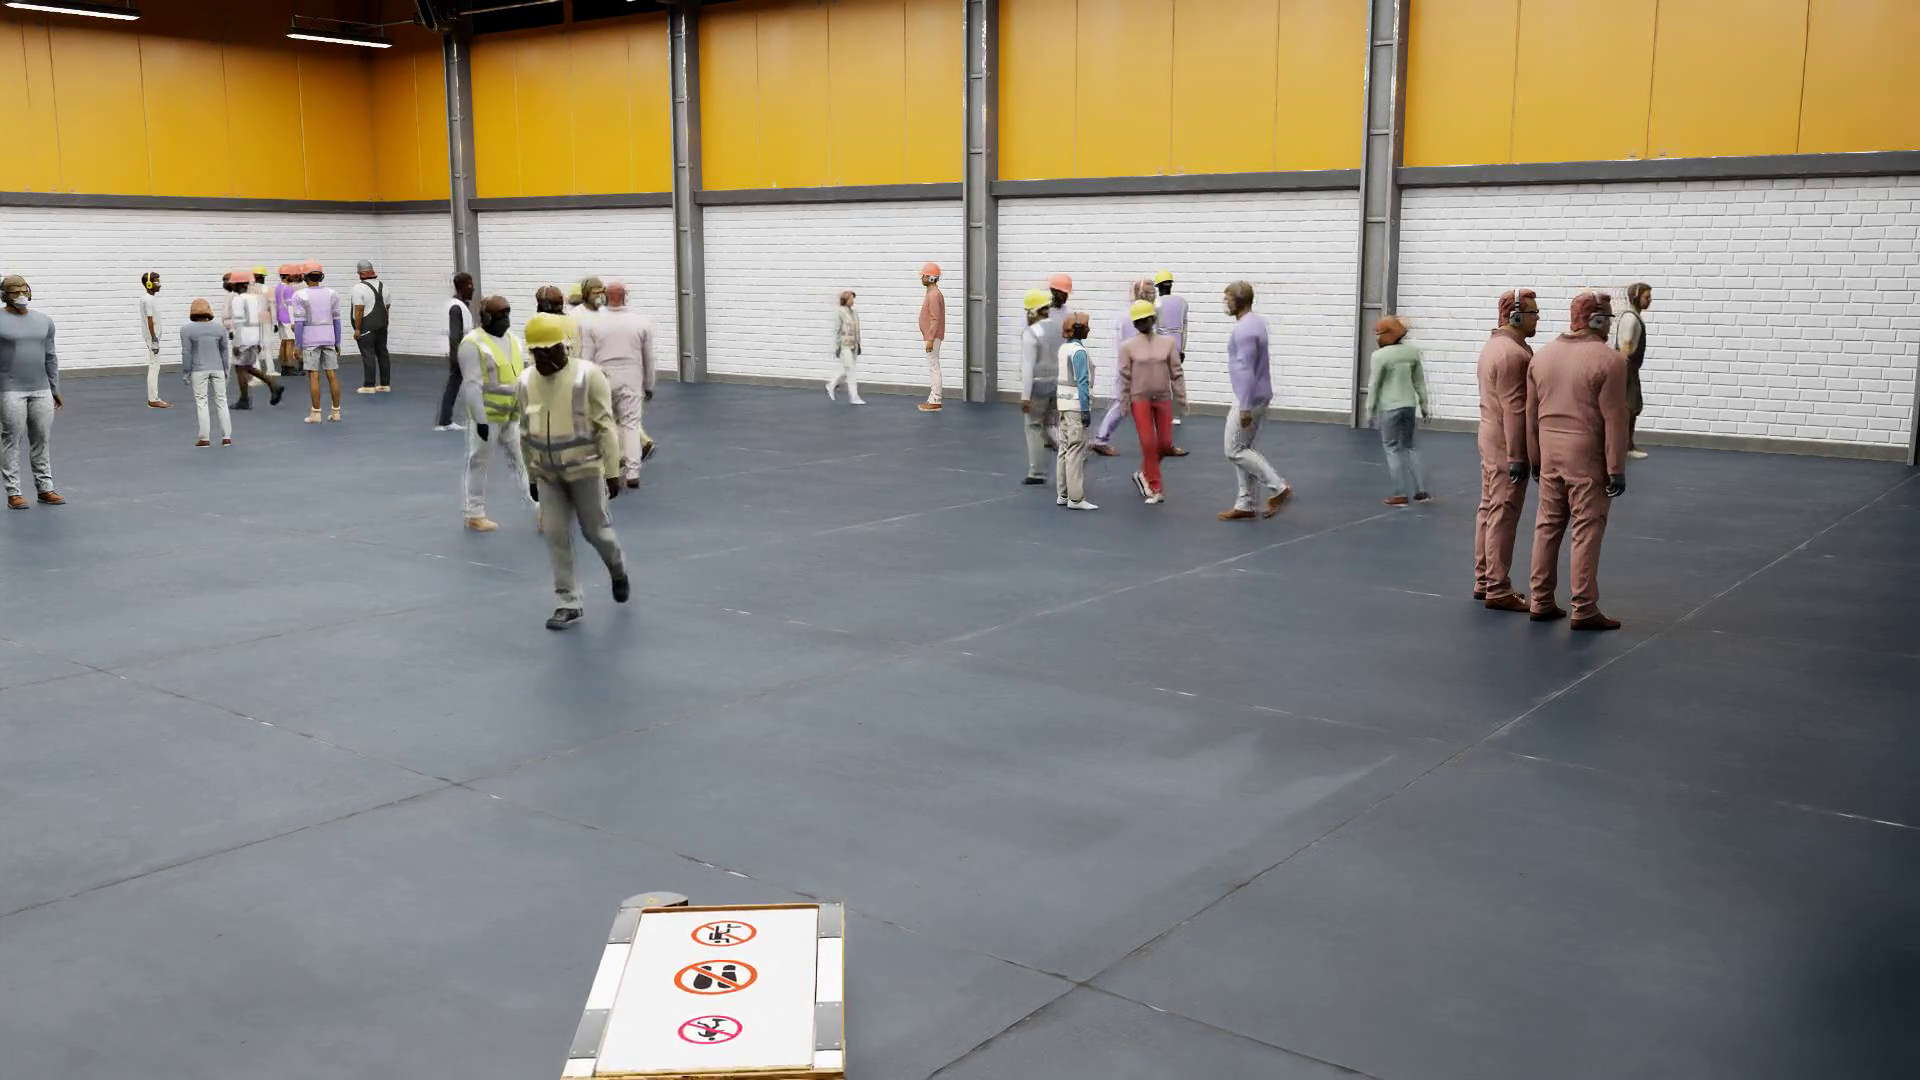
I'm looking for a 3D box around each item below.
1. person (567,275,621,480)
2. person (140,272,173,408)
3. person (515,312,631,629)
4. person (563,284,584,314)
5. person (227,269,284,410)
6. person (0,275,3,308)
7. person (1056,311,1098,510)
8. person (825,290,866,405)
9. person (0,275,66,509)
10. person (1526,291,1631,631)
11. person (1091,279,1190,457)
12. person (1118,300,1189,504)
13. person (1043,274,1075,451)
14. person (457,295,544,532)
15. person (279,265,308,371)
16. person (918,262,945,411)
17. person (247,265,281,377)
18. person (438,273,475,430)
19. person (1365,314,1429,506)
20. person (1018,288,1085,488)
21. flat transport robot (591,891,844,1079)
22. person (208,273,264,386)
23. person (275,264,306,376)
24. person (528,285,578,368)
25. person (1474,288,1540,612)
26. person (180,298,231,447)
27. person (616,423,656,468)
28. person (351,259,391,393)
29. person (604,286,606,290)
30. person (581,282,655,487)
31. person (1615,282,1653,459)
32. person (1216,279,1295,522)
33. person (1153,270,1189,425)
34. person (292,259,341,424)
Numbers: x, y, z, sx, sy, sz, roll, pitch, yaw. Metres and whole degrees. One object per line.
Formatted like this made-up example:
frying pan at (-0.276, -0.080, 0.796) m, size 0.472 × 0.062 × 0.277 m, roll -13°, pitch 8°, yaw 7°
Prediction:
person at (-3.455, -1.517, 15.587) m, size 0.503 × 1.920 × 0.647 m, roll 5°, pitch 11°, yaw 27°
person at (-11.102, -2.753, 22.932) m, size 0.313 × 1.869 × 0.538 m, roll -5°, pitch 11°, yaw -27°
person at (-2.201, -0.416, 9.558) m, size 0.645 × 1.791 × 0.704 m, roll 3°, pitch 10°, yaw 15°
person at (-5.196, -2.624, 22.687) m, size 0.943 × 1.696 × 0.488 m, roll 8°, pitch 12°, yaw 38°
person at (-9.633, -2.711, 22.561) m, size 0.653 × 1.922 × 0.544 m, roll 1°, pitch 10°, yaw 6°
person at (-15.040, -3.238, 25.873) m, size 0.528 × 1.842 × 0.916 m, roll 9°, pitch 13°, yaw 42°
person at (0.954, -1.070, 13.797) m, size 0.307 × 1.641 × 0.513 m, roll -3°, pitch 10°, yaw -15°
person at (-1.631, -2.727, 23.509) m, size 0.700 × 1.614 × 0.524 m, roll 6°, pitch 11°, yaw 29°
person at (-7.812, -1.233, 13.880) m, size 0.364 × 1.939 × 0.636 m, roll 6°, pitch 11°, yaw 32°
person at (3.511, -0.448, 9.411) m, size 0.403 × 1.904 × 0.652 m, roll -5°, pitch 11°, yaw -29°
person at (1.848, -1.778, 17.314) m, size 1.008 × 1.860 × 0.666 m, roll 4°, pitch 10°, yaw 21°
person at (1.639, -1.185, 14.221) m, size 0.586 × 1.725 × 0.581 m, roll -1°, pitch 10°, yaw -6°
person at (1.045, -1.903, 17.899) m, size 0.570 × 1.891 × 0.859 m, roll -7°, pitch 12°, yaw -34°
person at (-3.414, -0.927, 12.509) m, size 0.943 × 1.794 × 0.659 m, roll 5°, pitch 11°, yaw 28°
person at (-11.990, -3.997, 29.995) m, size 0.577 × 1.927 × 0.582 m, roll -8°, pitch 12°, yaw -38°
person at (-0.387, -2.741, 22.489) m, size 0.376 × 1.997 × 0.612 m, roll 0°, pitch 10°, yaw -2°
person at (-12.092, -3.789, 28.798) m, size 0.594 × 1.922 × 0.386 m, roll 1°, pitch 10°, yaw 8°
person at (-5.861, -2.242, 19.932) m, size 0.931 × 1.882 × 0.610 m, roll -3°, pitch 10°, yaw -14°
person at (3.659, -1.088, 13.982) m, size 0.525 × 1.605 × 0.409 m, roll -5°, pitch 11°, yaw -27°
person at (0.796, -1.352, 14.953) m, size 0.587 × 1.808 × 0.599 m, roll 8°, pitch 12°, yaw 37°
flat transport robot at (-0.623, 1.249, 4.281) m, size 0.652 × 0.197 × 1.431 m, roll -1°, pitch 10°, yaw -4°
person at (-11.603, -3.329, 26.465) m, size 0.940 × 1.793 × 0.646 m, roll -7°, pitch 12°, yaw -36°
person at (-11.684, -3.819, 28.935) m, size 0.378 × 1.938 × 0.547 m, roll -9°, pitch 14°, yaw -44°
person at (-3.543, -1.294, 14.523) m, size 0.429 × 1.840 × 0.636 m, roll 0°, pitch 10°, yaw 1°
person at (3.288, -0.537, 9.921) m, size 0.410 × 1.909 × 0.643 m, roll 1°, pitch 10°, yaw 6°
person at (-8.268, -1.831, 18.246) m, size 0.501 × 1.633 × 0.289 m, roll -8°, pitch 13°, yaw -40°
person at (-3.327, -1.506, 16.401) m, size 0.453 × 1.608 × 0.515 m, roll 1°, pitch 10°, yaw 8°
person at (-9.033, -3.260, 25.381) m, size 0.536 × 2.000 × 0.683 m, roll 5°, pitch 11°, yaw 25°
person at (-4.551, -2.437, 21.588) m, size 0.531 × 1.698 × 0.320 m, roll -1°, pitch 10°, yaw -9°
person at (-3.135, -1.427, 15.269) m, size 0.675 × 1.852 × 1.013 m, roll -3°, pitch 10°, yaw -17°
person at (6.853, -1.737, 17.144) m, size 0.500 × 1.832 × 0.505 m, roll 4°, pitch 11°, yaw 23°
person at (2.286, -1.065, 12.970) m, size 0.547 × 1.916 × 0.674 m, roll 2°, pitch 10°, yaw 13°
person at (2.524, -2.354, 20.465) m, size 0.585 × 1.918 × 0.380 m, roll -5°, pitch 11°, yaw -27°
person at (-8.024, -2.466, 20.753) m, size 0.377 × 2.045 × 0.605 m, roll 9°, pitch 13°, yaw 43°
